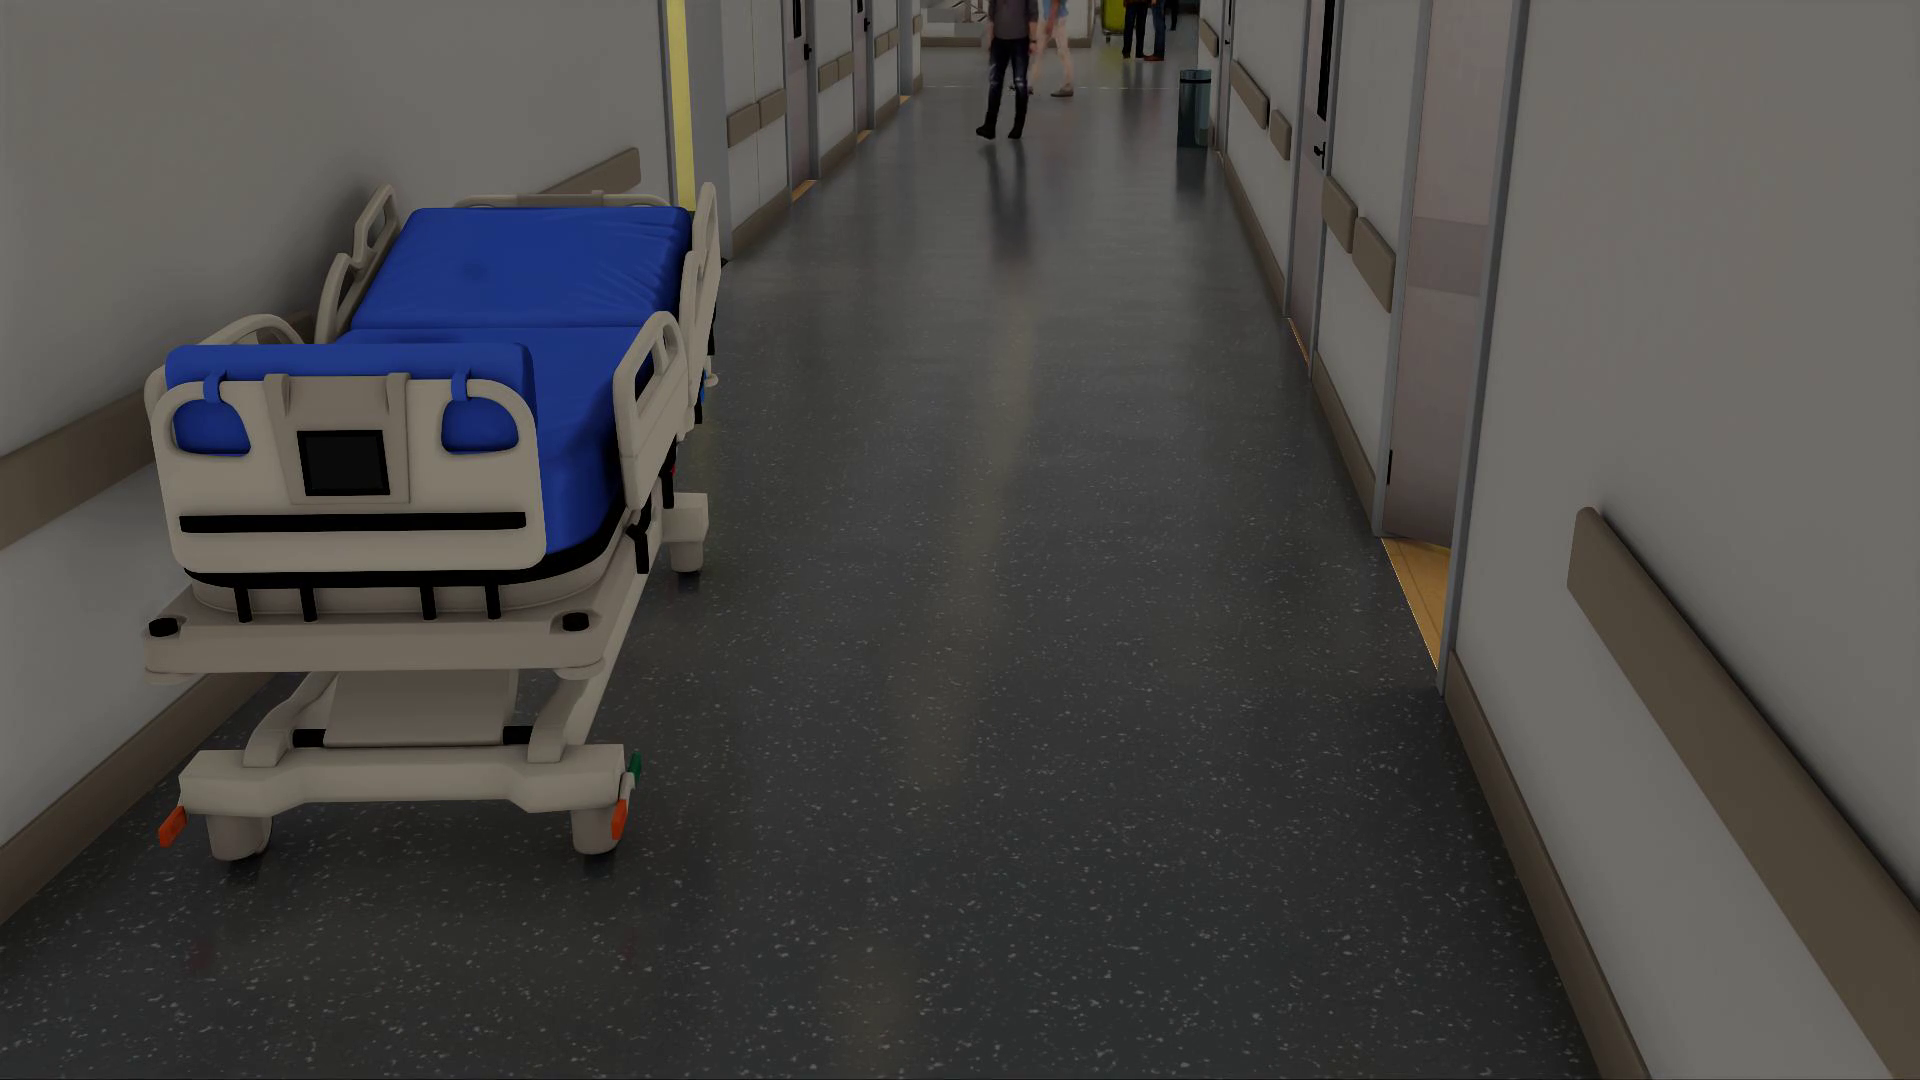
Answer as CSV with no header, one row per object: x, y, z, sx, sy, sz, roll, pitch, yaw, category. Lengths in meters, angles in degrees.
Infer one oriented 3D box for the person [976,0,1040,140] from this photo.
0.540,-4.909,16.357,1.020,1.886,0.958,8,22,21,person

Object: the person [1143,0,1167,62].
3.013,-8.211,25.117,0.581,1.856,0.666,3,21,8,person

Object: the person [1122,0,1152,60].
2.680,-8.228,25.173,0.713,1.807,0.841,-5,21,-13,person

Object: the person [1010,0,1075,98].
1.230,-6.254,19.995,1.101,1.824,0.881,-5,21,-13,person
